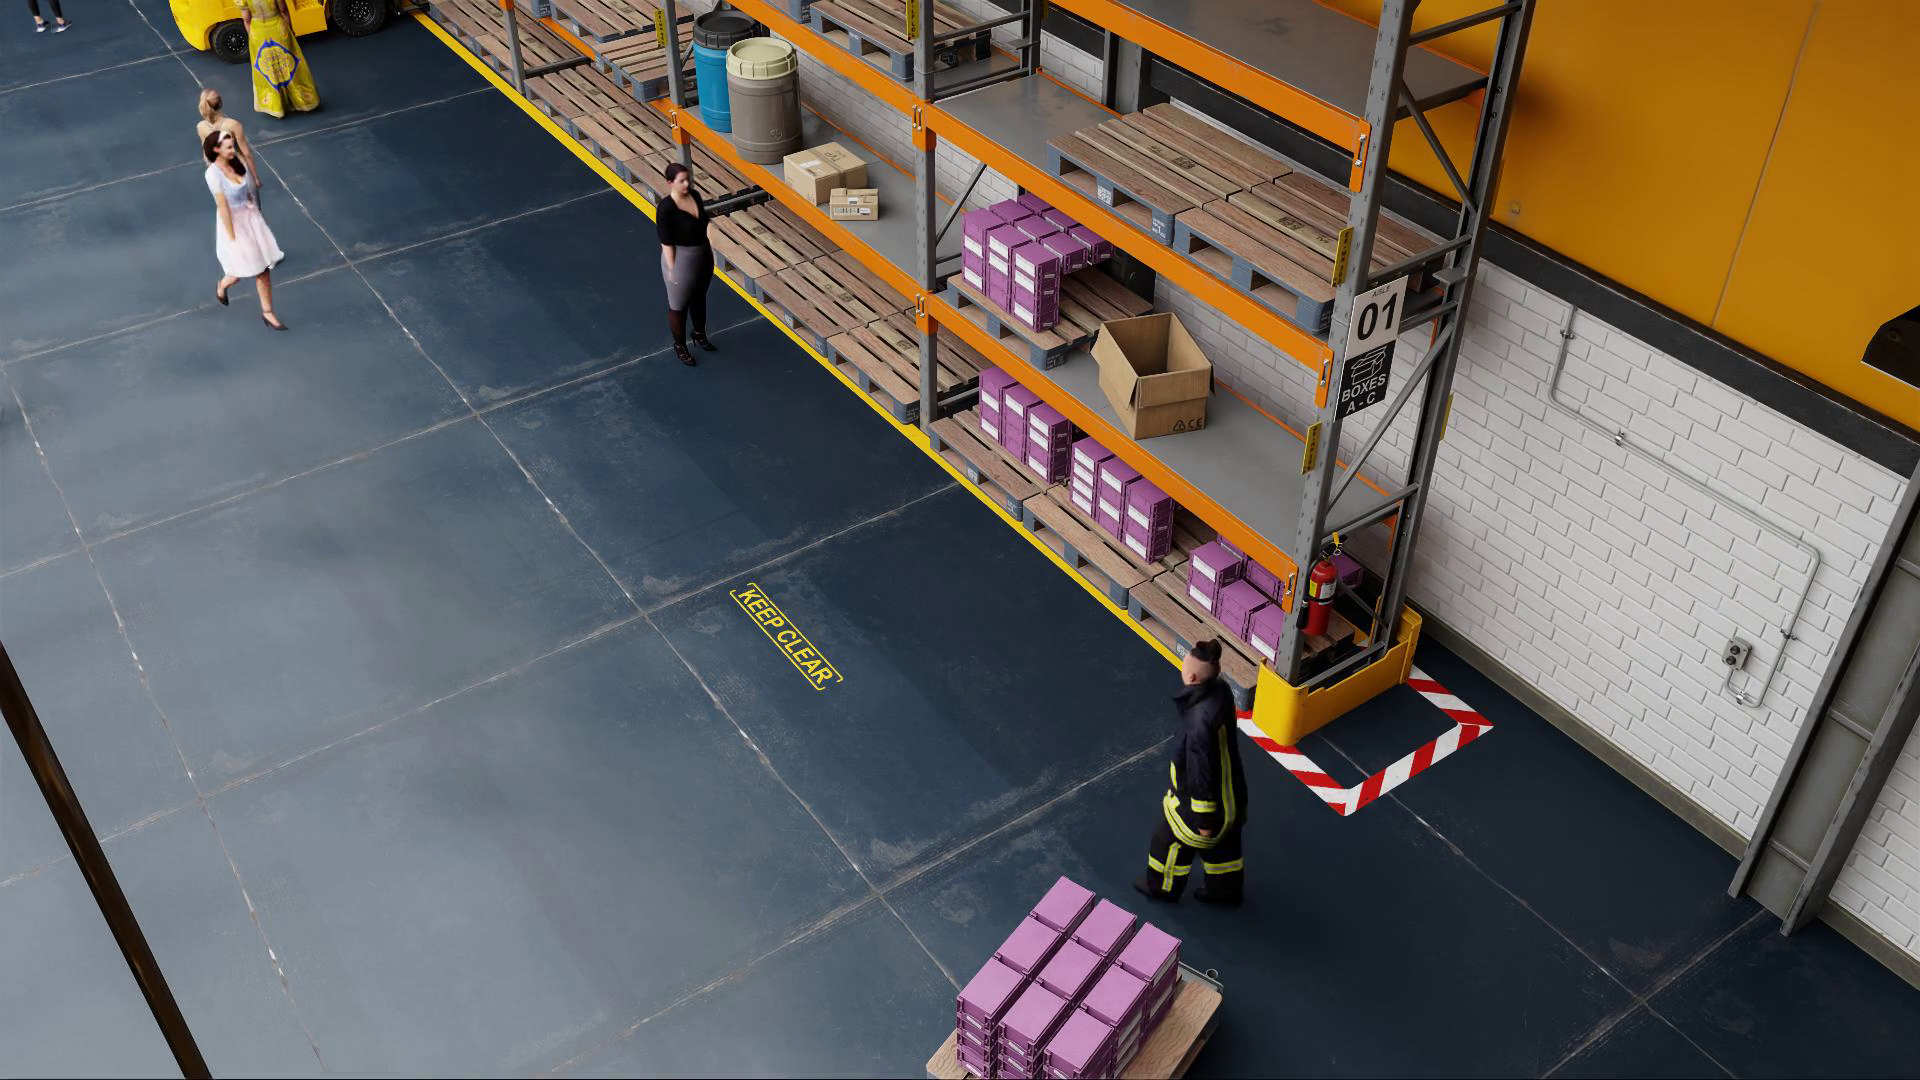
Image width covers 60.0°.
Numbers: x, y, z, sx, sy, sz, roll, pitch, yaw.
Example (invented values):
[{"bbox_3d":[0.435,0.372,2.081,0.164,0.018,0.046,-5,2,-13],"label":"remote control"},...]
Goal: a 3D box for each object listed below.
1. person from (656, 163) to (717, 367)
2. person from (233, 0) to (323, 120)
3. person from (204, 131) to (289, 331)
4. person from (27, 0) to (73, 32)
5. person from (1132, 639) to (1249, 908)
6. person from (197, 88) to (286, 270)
[{"bbox_3d":[-2.249,-2.272,13.608,0.756,1.760,0.758,21,43,24],"label":"person"},{"bbox_3d":[-7.209,-5.249,17.416,0.903,1.660,0.838,-16,41,-19],"label":"person"},{"bbox_3d":[-6.102,-2.570,13.955,1.071,1.792,0.962,12,40,14],"label":"person"},{"bbox_3d":[-10.806,-6.759,19.277,0.677,1.697,0.710,-1,39,-2],"label":"person"},{"bbox_3d":[1.403,1.366,9.003,1.065,1.823,1.005,10,40,12],"label":"person"},{"bbox_3d":[-6.462,-3.209,14.828,0.644,1.703,0.673,-2,39,-3],"label":"person"}]
